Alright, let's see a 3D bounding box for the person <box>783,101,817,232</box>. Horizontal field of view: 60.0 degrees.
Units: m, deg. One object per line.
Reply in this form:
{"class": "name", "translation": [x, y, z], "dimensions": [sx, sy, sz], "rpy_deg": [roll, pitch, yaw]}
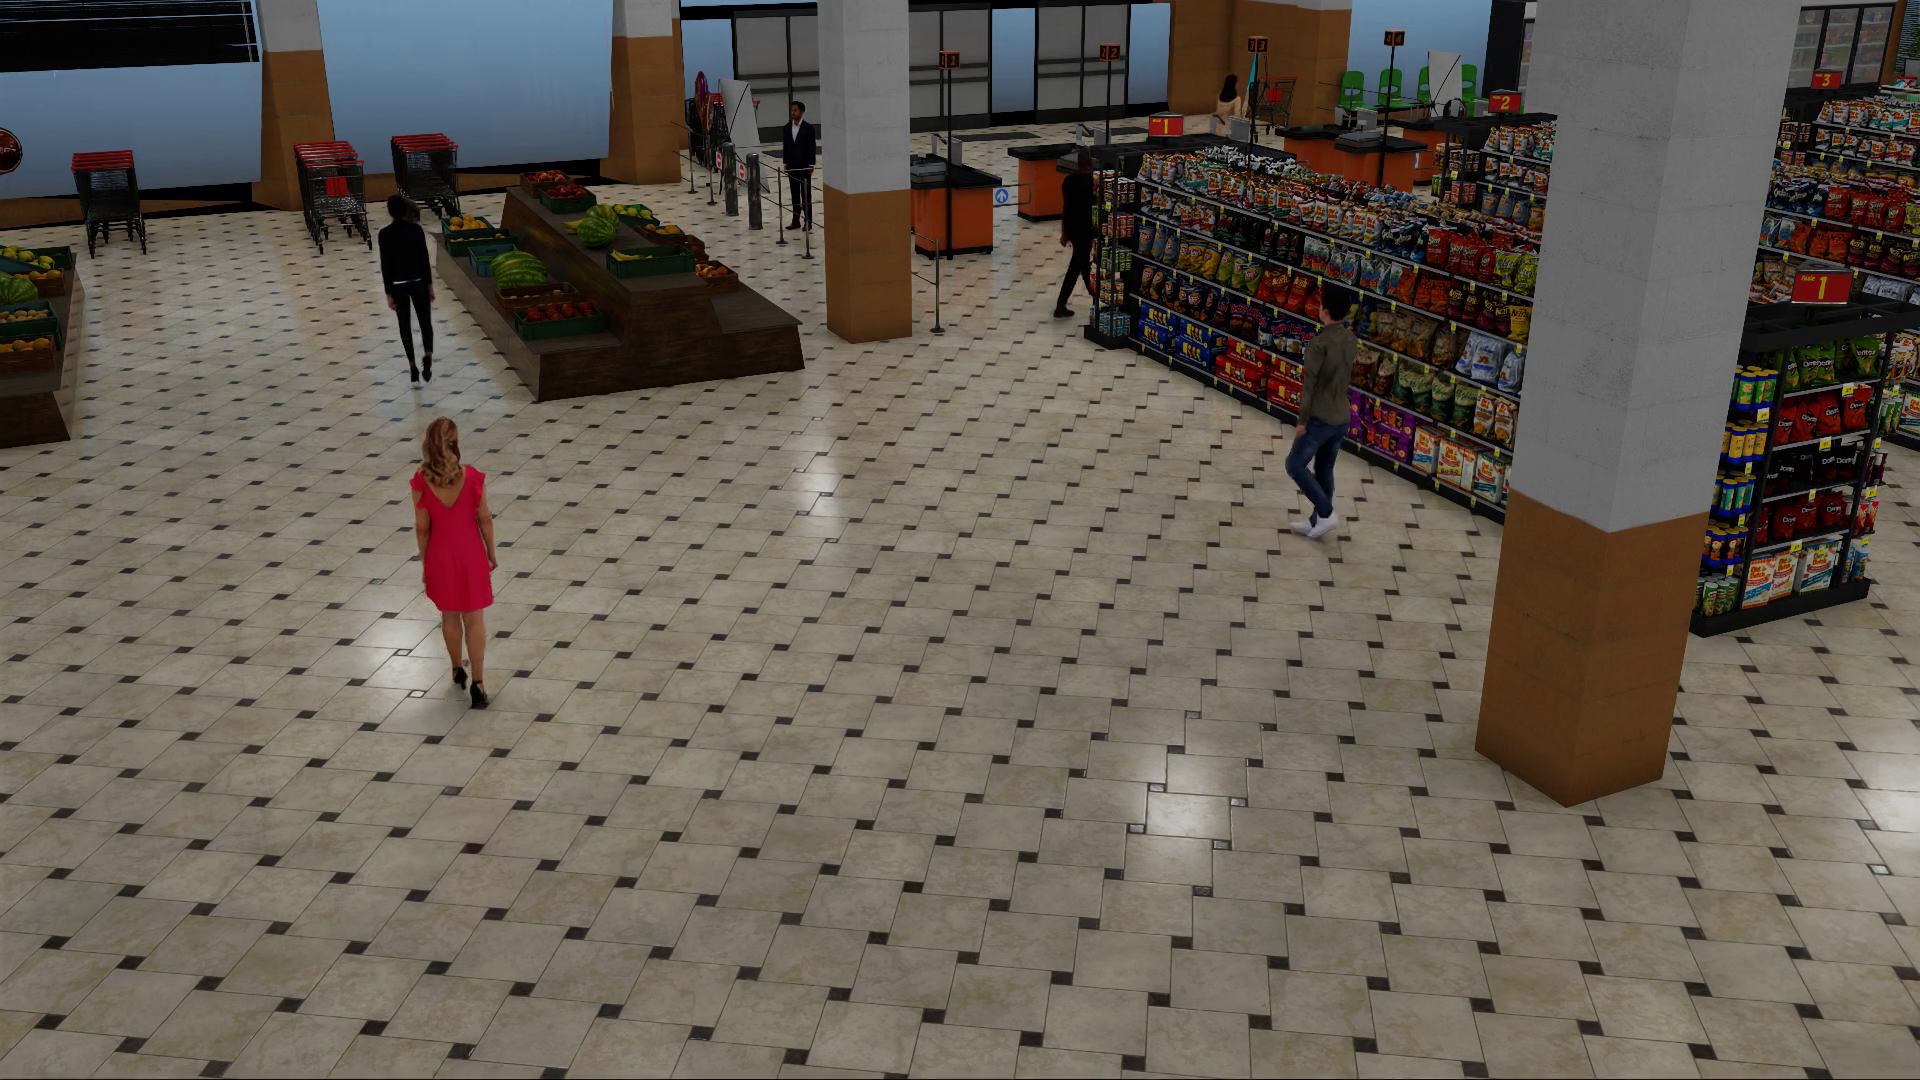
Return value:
{"class": "person", "translation": [-2.170, -5.077, 22.559], "dimensions": [0.688, 1.725, 0.766], "rpy_deg": [9, 24, 22]}

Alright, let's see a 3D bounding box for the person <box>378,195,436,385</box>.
{"class": "person", "translation": [-5.084, -2.260, 15.433], "dimensions": [0.656, 1.810, 1.031], "rpy_deg": [-8, 23, -20]}

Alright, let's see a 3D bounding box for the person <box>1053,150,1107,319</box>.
{"class": "person", "translation": [1.253, -3.254, 17.960], "dimensions": [0.972, 1.770, 1.195], "rpy_deg": [-18, 28, -38]}

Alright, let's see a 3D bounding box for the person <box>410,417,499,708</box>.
{"class": "person", "translation": [-2.903, 0.146, 9.567], "dimensions": [0.657, 1.720, 0.745], "rpy_deg": [-4, 22, -11]}

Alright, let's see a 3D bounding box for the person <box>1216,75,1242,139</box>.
{"class": "person", "translation": [4.080, -6.331, 25.761], "dimensions": [0.906, 1.664, 0.974], "rpy_deg": [-20, 29, -41]}

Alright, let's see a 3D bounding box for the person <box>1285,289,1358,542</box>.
{"class": "person", "translation": [2.660, -0.847, 11.854], "dimensions": [0.810, 1.857, 0.818], "rpy_deg": [-18, 28, -37]}
